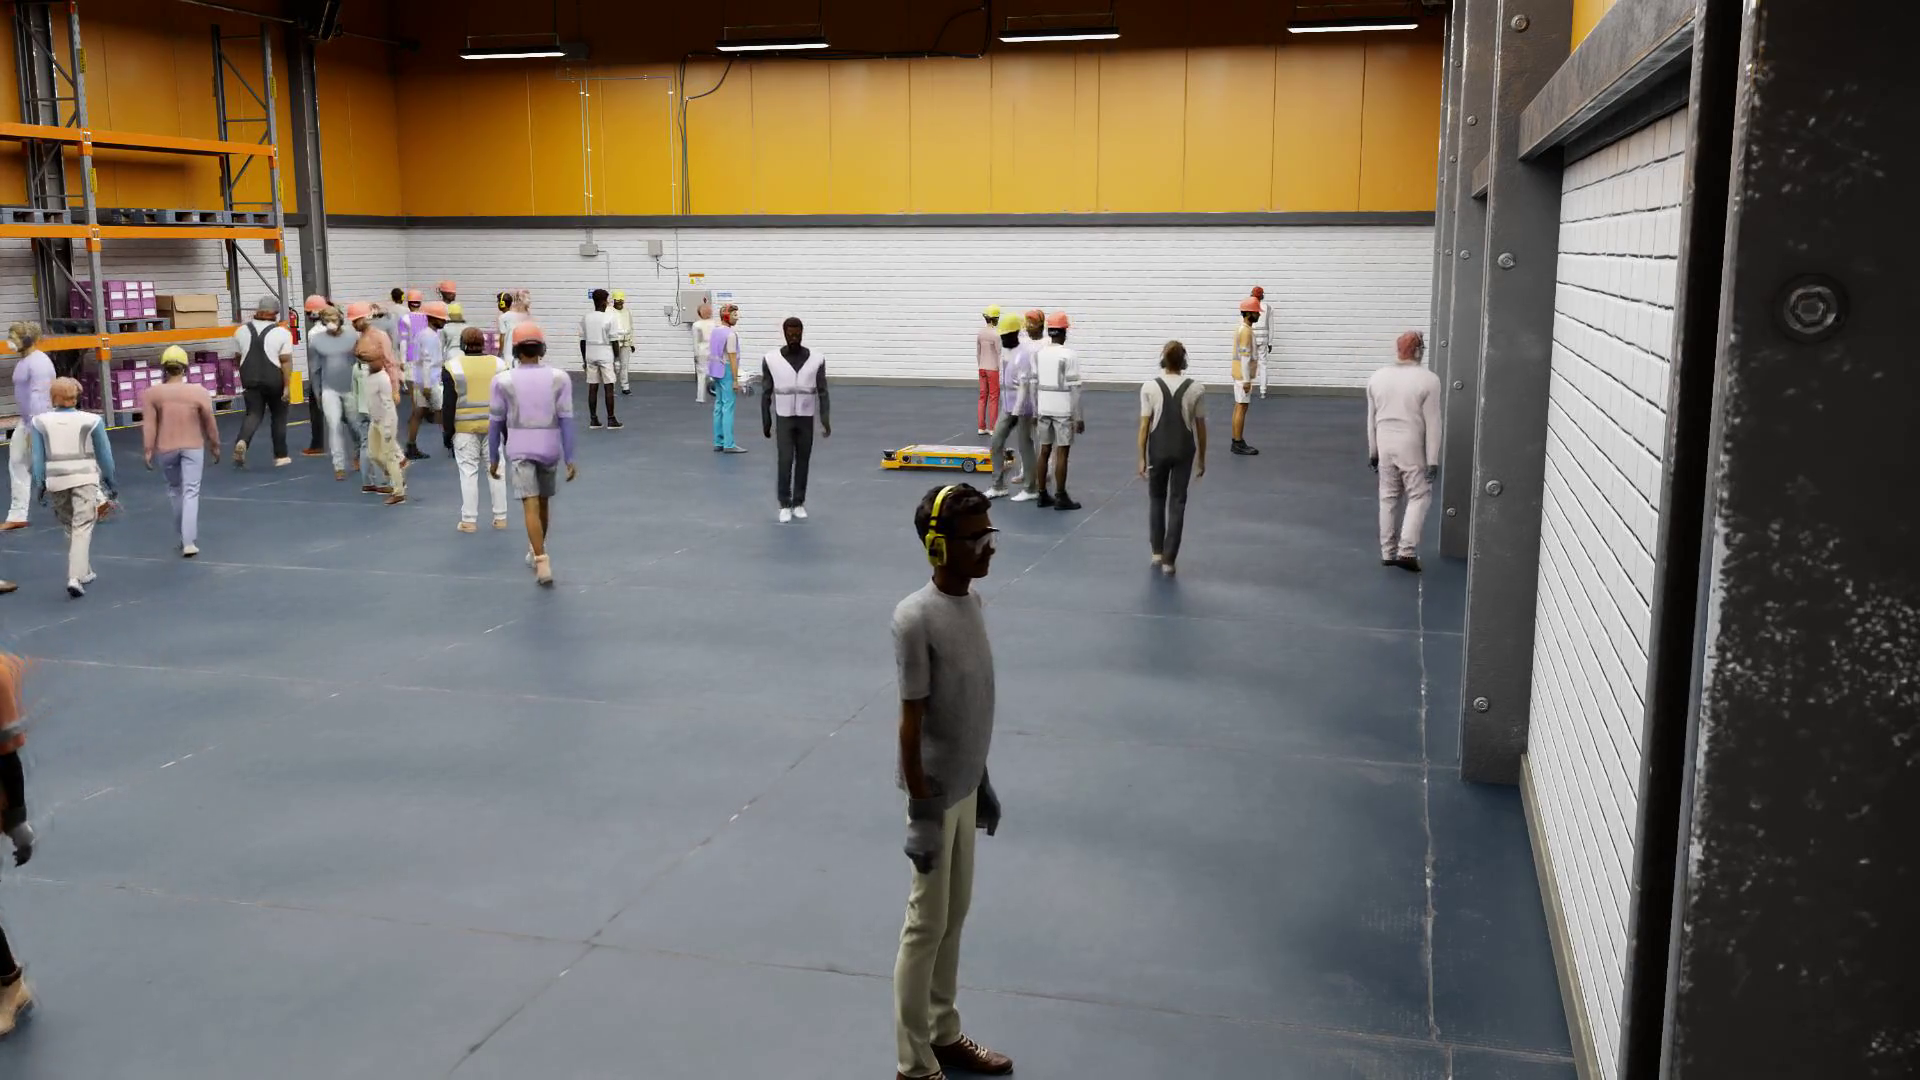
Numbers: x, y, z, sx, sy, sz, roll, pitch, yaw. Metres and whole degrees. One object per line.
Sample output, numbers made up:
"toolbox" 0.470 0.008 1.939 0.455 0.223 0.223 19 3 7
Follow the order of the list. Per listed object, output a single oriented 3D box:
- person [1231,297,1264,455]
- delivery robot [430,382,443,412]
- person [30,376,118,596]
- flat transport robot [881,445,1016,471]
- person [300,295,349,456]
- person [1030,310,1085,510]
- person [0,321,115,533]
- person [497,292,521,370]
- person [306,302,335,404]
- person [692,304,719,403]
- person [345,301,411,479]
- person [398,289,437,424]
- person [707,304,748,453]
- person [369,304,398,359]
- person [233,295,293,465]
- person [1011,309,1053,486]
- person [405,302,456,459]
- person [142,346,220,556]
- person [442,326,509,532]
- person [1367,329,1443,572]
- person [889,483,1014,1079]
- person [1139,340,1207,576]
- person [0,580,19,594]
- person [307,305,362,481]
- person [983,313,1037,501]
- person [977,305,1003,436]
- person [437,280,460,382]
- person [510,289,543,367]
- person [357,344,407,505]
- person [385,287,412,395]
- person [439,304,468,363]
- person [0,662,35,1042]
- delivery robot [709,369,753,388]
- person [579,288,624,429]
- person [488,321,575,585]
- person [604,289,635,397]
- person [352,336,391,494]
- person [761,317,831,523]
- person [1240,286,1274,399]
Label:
"person" 3.532 -2.022 20.493 0.379 1.938 0.547 1 10 5
"delivery robot" -7.621 -2.095 24.550 0.477 0.478 0.707 -7 12 -36
"person" -6.543 -0.403 12.282 0.530 1.599 0.843 -2 10 -11
"flat transport robot" -0.128 -0.952 19.148 1.431 0.197 0.652 3 10 15
"person" -7.669 -1.998 20.267 0.768 1.970 0.626 2 10 9
"person" 0.942 -1.249 16.150 0.576 1.928 0.356 8 13 38
"person" -8.231 -1.028 14.996 0.634 1.904 0.971 10 14 43
"person" -6.783 -2.792 25.073 0.333 1.864 0.509 3 10 17
"person" -10.104 -2.949 26.489 0.748 1.673 0.551 -1 10 -3
"person" -4.113 -3.029 27.077 0.523 1.621 0.617 -7 12 -33
"person" -6.425 -1.628 18.226 0.504 1.954 0.646 -9 14 -42
"person" -7.802 -2.627 23.916 0.547 1.938 0.377 -8 13 -38
"person" -2.911 -1.991 20.596 0.387 1.838 0.565 -6 12 -32
"person" -9.612 -3.114 27.590 0.530 1.608 0.569 -3 11 -19
"person" -8.047 -1.846 19.204 0.697 2.000 0.811 0 10 2
"person" 0.812 -1.519 17.829 0.573 1.874 0.354 9 13 42
"person" -6.250 -1.896 19.915 0.934 1.876 0.672 -4 11 -21
"person" -6.512 -0.757 13.951 0.550 1.718 0.927 -2 10 -13
"person" -4.335 -0.991 14.931 0.636 1.840 0.429 -7 12 -34
"person" 3.519 -0.707 13.192 0.414 1.920 0.675 -9 14 -42
"person" -0.022 0.759 4.947 0.326 1.869 0.519 4 11 22
"person" 1.678 -0.659 13.100 0.523 1.814 0.777 1 10 7
"person" -7.326 -0.506 12.091 0.864 1.861 0.682 -5 11 -27
"person" -6.855 -1.645 18.435 0.653 1.916 0.842 -3 10 -15
"person" 0.483 -1.305 16.566 0.720 1.890 0.587 -6 12 -32
"person" 0.430 -2.279 22.434 0.314 1.768 0.526 -8 13 -37
"person" -8.190 -3.131 26.528 0.548 2.025 0.615 1 10 5
"person" -6.700 -2.948 25.902 0.767 1.881 0.645 1 10 5
"person" -5.692 -1.131 16.374 0.464 1.598 0.536 -10 14 -44
"person" -9.586 -3.393 28.499 0.543 1.852 0.516 2 10 11
"person" -7.515 -2.652 24.752 0.491 1.697 0.892 -8 13 -37
"person" -3.109 0.849 5.038 0.544 1.652 0.864 1 10 5
"delivery robot" -3.920 -2.790 28.488 0.707 0.478 0.477 1 10 8
"person" -5.028 -2.528 23.282 0.608 1.962 0.370 3 11 18
"person" -3.272 -0.671 12.731 0.622 1.989 1.067 -4 11 -23
"person" -5.813 -3.360 28.373 0.600 1.827 0.403 -8 13 -39
"person" -6.053 -1.285 17.175 0.499 1.634 0.288 6 12 32
"person" -1.508 -1.111 15.464 0.607 1.890 0.743 -3 11 -18
"person" 4.979 -3.313 27.955 0.579 1.883 0.352 -1 10 -6
